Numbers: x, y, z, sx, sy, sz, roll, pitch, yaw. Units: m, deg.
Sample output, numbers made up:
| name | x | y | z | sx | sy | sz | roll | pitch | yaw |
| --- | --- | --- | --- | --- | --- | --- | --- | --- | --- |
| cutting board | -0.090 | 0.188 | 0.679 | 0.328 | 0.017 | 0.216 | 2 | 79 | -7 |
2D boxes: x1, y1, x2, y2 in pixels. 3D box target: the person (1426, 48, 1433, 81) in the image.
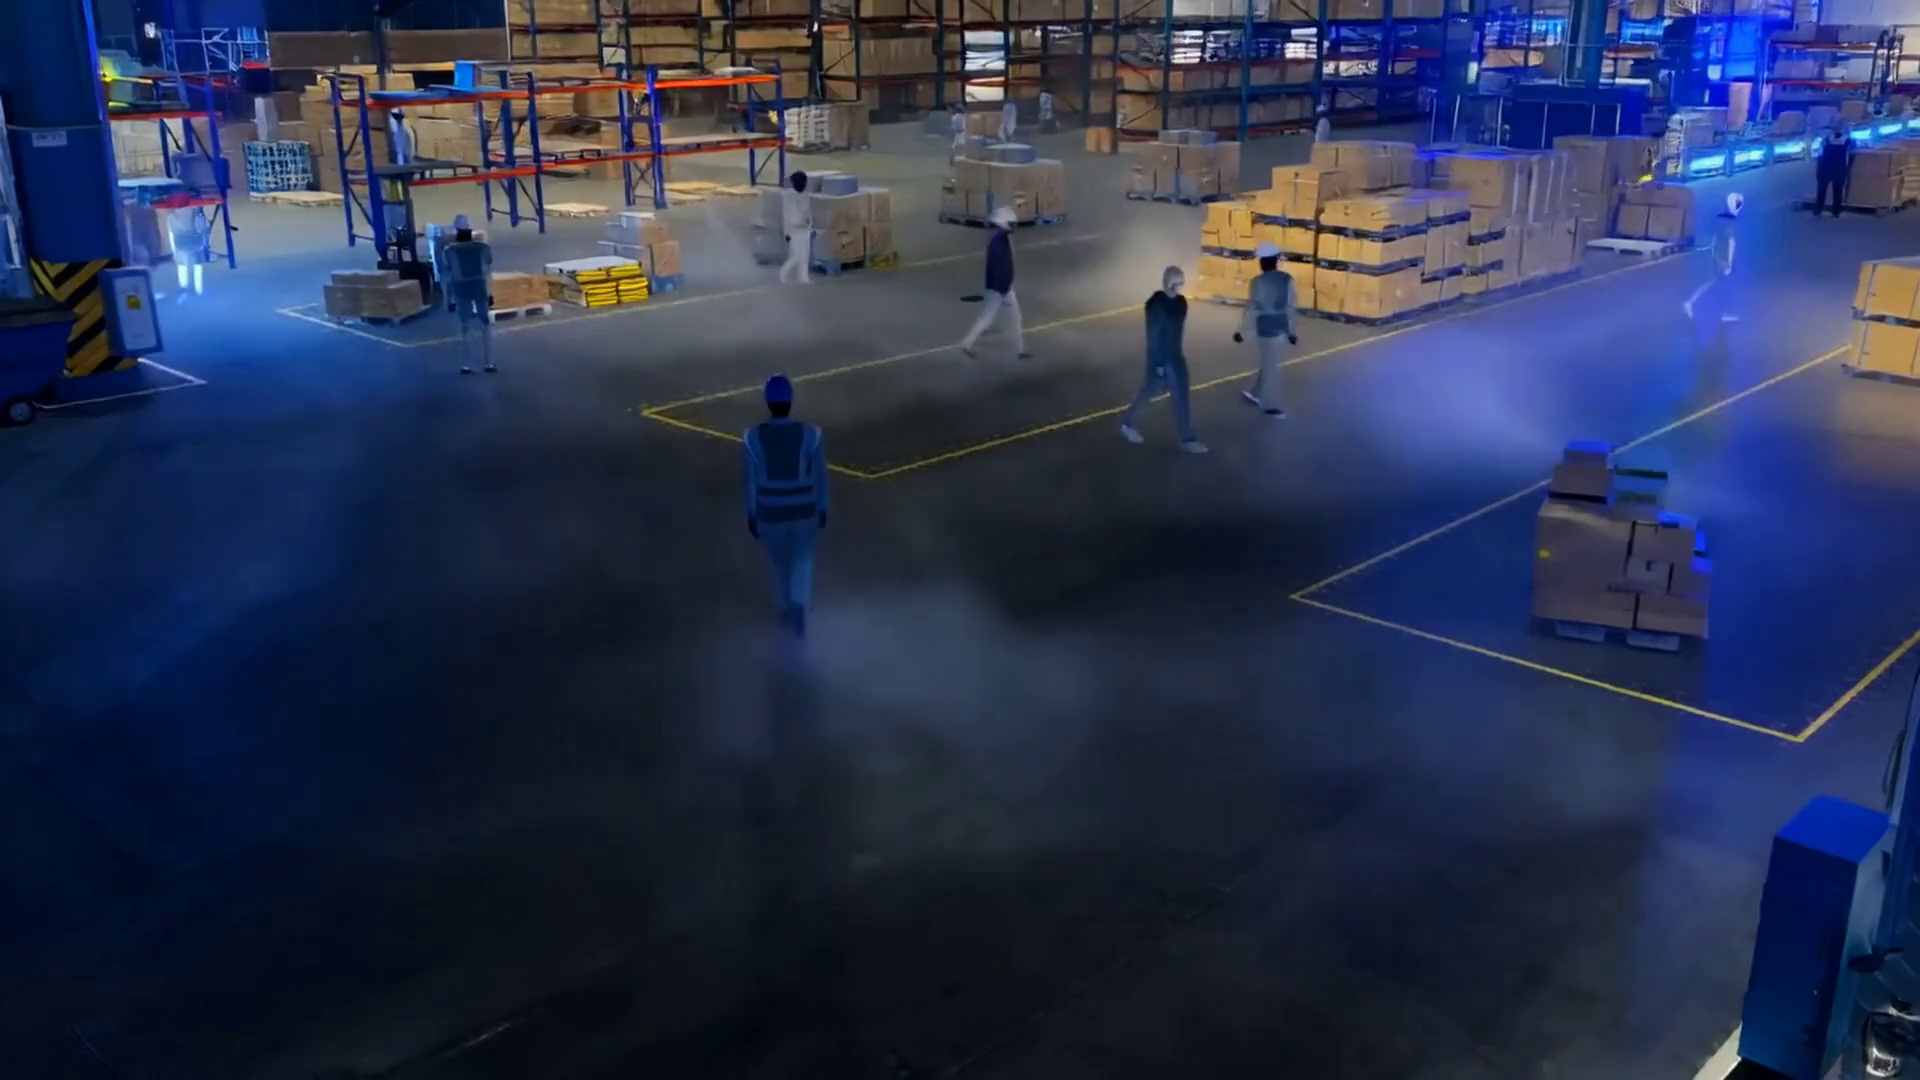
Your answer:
| name | x | y | z | sx | sy | sz | roll | pitch | yaw |
| --- | --- | --- | --- | --- | --- | --- | --- | --- | --- |
| person | 22.065 | -22.156 | 78.006 | 0.543 | 1.939 | 0.371 | 15 | 24 | 39 |

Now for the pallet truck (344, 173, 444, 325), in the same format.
| name | x | y | z | sx | sy | sz | roll | pitch | yaw |
| --- | --- | --- | --- | --- | --- | --- | --- | --- | --- |
| pallet truck | -8.209 | -4.181 | 23.757 | 0.823 | 1.965 | 1.885 | 3 | 19 | 9 |

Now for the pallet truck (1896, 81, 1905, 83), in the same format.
| name | x | y | z | sx | sy | sz | roll | pitch | yaw |
| --- | --- | --- | --- | --- | --- | --- | --- | --- | --- |
| pallet truck | 34.802 | -16.331 | 61.455 | 0.653 | 1.274 | 1.630 | 17 | 25 | 41 |

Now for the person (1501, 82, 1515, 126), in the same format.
| name | x | y | z | sx | sy | sz | roll | pitch | yaw |
| --- | --- | --- | --- | --- | --- | --- | --- | --- | --- |
| person | 16.621 | -12.937 | 50.437 | 0.568 | 1.813 | 0.604 | -17 | 25 | -41 |

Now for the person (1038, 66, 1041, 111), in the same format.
| name | x | y | z | sx | sy | sz | roll | pitch | yaw |
| --- | --- | --- | --- | --- | --- | --- | --- | --- | --- |
| person | 3.029 | -16.542 | 61.204 | 0.397 | 1.867 | 0.711 | 4 | 19 | 10 |

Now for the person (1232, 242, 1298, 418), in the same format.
| name | x | y | z | sx | sy | sz | roll | pitch | yaw |
| --- | --- | --- | --- | --- | --- | --- | --- | --- | --- |
| person | 3.355 | -2.329 | 18.375 | 0.594 | 1.874 | 0.927 | -12 | 22 | -33 |

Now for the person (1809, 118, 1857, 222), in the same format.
| name | x | y | z | sx | sy | sz | roll | pitch | yaw |
| --- | --- | --- | --- | --- | --- | --- | --- | --- | --- |
| person | 17.638 | -7.469 | 33.595 | 0.683 | 2.000 | 0.538 | 16 | 24 | 39 |

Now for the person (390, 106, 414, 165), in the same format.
| name | x | y | z | sx | sy | sz | roll | pitch | yaw |
| --- | --- | --- | --- | --- | --- | --- | --- | --- | --- |
| person | -13.760 | -9.844 | 41.059 | 0.508 | 1.846 | 0.345 | -8 | 20 | -22 |

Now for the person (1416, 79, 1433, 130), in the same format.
| name | x | y | z | sx | sy | sz | roll | pitch | yaw |
| --- | --- | --- | --- | --- | --- | --- | --- | --- | --- |
| person | 15.543 | -14.573 | 55.623 | 0.537 | 1.652 | 0.894 | 14 | 23 | 36 |

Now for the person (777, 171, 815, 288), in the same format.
| name | x | y | z | sx | sy | sz | roll | pitch | yaw |
| --- | --- | --- | --- | --- | --- | --- | --- | --- | --- |
| person | -2.566 | -4.856 | 26.056 | 0.515 | 1.825 | 0.644 | 8 | 20 | 24 |

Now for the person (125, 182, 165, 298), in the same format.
| name | x | y | z | sx | sy | sz | roll | pitch | yaw |
| --- | --- | --- | --- | --- | --- | --- | --- | --- | --- |
| person | -12.287 | -4.504 | 25.114 | 0.524 | 1.757 | 0.359 | 2 | 18 | 6 |

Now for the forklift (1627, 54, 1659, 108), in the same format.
| name | x | y | z | sx | sy | sz | roll | pitch | yaw |
| --- | --- | --- | --- | --- | --- | --- | --- | --- | --- |
| forklift | 26.642 | -18.373 | 65.138 | 1.129 | 2.768 | 1.873 | 17 | 25 | 41 |

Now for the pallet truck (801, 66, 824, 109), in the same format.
| name | x | y | z | sx | sy | sz | roll | pitch | yaw |
| --- | --- | --- | --- | --- | --- | --- | --- | --- | --- |
| pallet truck | -4.812 | -15.182 | 56.903 | 0.823 | 1.965 | 1.885 | -9 | 21 | -26 |

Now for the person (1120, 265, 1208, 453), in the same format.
| name | x | y | z | sx | sy | sz | roll | pitch | yaw |
| --- | --- | --- | --- | --- | --- | --- | --- | --- | --- |
| person | 2.069 | -1.856 | 16.940 | 0.636 | 1.894 | 1.032 | -15 | 24 | -38 |

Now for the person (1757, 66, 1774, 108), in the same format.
| name | x | y | z | sx | sy | sz | roll | pitch | yaw |
| --- | --- | --- | --- | --- | --- | --- | --- | --- | --- |
| person | 31.750 | -17.849 | 65.508 | 0.498 | 1.633 | 0.279 | 12 | 22 | 33 |

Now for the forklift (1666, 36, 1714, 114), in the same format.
| name | x | y | z | sx | sy | sz | roll | pitch | yaw |
| --- | --- | --- | --- | --- | --- | --- | --- | --- | --- |
| forklift | 27.341 | -17.291 | 61.877 | 1.129 | 2.768 | 1.873 | 17 | 25 | 41 |

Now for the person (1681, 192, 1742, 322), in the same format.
| name | x | y | z | sx | sy | sz | roll | pitch | yaw |
| --- | --- | --- | --- | --- | --- | --- | --- | --- | --- |
| person | 10.663 | -3.964 | 23.376 | 0.880 | 1.837 | 0.515 | -5 | 19 | -13 |

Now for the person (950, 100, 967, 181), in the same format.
| name | x | y | z | sx | sy | sz | roll | pitch | yaw |
| --- | --- | --- | --- | --- | --- | --- | --- | --- | --- |
| person | -0.056 | -9.743 | 40.607 | 0.374 | 1.939 | 0.545 | 12 | 22 | 32 |

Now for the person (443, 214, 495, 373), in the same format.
| name | x | y | z | sx | sy | sz | roll | pitch | yaw |
| --- | --- | --- | --- | --- | --- | --- | --- | --- | --- |
| person | -5.991 | -3.010 | 20.341 | 0.595 | 1.923 | 0.377 | -11 | 21 | -29 |

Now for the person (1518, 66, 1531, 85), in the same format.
| name | x | y | z | sx | sy | sz | roll | pitch | yaw |
| --- | --- | --- | --- | --- | --- | --- | --- | --- | --- |
| person | 20.272 | -16.053 | 59.703 | 0.579 | 1.890 | 0.646 | 13 | 22 | 35 |

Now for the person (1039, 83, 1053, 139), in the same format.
| name | x | y | z | sx | sy | sz | roll | pitch | yaw |
| --- | --- | --- | --- | --- | --- | --- | --- | --- | --- |
| person | 2.696 | -13.464 | 52.191 | 0.322 | 1.699 | 0.536 | -13 | 22 | -34 |

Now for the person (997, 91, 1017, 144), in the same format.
| name | x | y | z | sx | sy | sz | roll | pitch | yaw |
| --- | --- | --- | --- | --- | --- | --- | --- | --- | --- |
| person | 1.191 | -10.956 | 44.261 | 0.904 | 1.924 | 0.623 | 7 | 20 | 20 |

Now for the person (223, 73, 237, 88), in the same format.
| name | x | y | z | sx | sy | sz | roll | pitch | yaw |
| --- | --- | --- | --- | --- | --- | --- | --- | --- | --- |
| person | -23.656 | -14.183 | 54.036 | 0.583 | 1.910 | 0.390 | 10 | 21 | 27 |

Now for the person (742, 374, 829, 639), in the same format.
| name | x | y | z | sx | sy | sz | roll | pitch | yaw |
| --- | --- | --- | --- | --- | --- | --- | --- | --- | --- |
| person | -1.251 | -0.218 | 11.933 | 0.613 | 1.926 | 0.694 | 0 | 18 | -1 |

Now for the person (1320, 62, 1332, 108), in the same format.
| name | x | y | z | sx | sy | sz | roll | pitch | yaw |
| --- | --- | --- | --- | --- | --- | --- | --- | --- | --- |
| person | 13.533 | -16.698 | 61.562 | 0.631 | 1.940 | 0.369 | -11 | 21 | -30 |

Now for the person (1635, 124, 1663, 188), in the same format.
| name | x | y | z | sx | sy | sz | roll | pitch | yaw |
| --- | --- | --- | --- | --- | --- | --- | --- | --- | --- |
| person | 15.237 | -8.371 | 36.886 | 0.576 | 1.671 | 0.580 | 8 | 20 | 22 |

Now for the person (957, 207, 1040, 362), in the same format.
| name | x | y | z | sx | sy | sz | roll | pitch | yaw |
| --- | --- | --- | --- | --- | --- | --- | --- | --- | --- |
| person | 0.457 | -3.185 | 20.849 | 1.023 | 1.951 | 0.624 | 3 | 19 | 10 |

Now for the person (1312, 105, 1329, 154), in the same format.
| name | x | y | z | sx | sy | sz | roll | pitch | yaw |
| --- | --- | --- | --- | --- | --- | --- | --- | --- | --- |
| person | 8.626 | -9.312 | 39.379 | 0.887 | 1.906 | 0.543 | 7 | 20 | 21 |

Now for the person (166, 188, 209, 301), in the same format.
| name | x | y | z | sx | sy | sz | roll | pitch | yaw |
| --- | --- | --- | --- | --- | --- | --- | --- | --- | --- |
| person | -11.574 | -4.420 | 24.959 | 0.547 | 1.688 | 0.338 | -5 | 19 | -14 |
